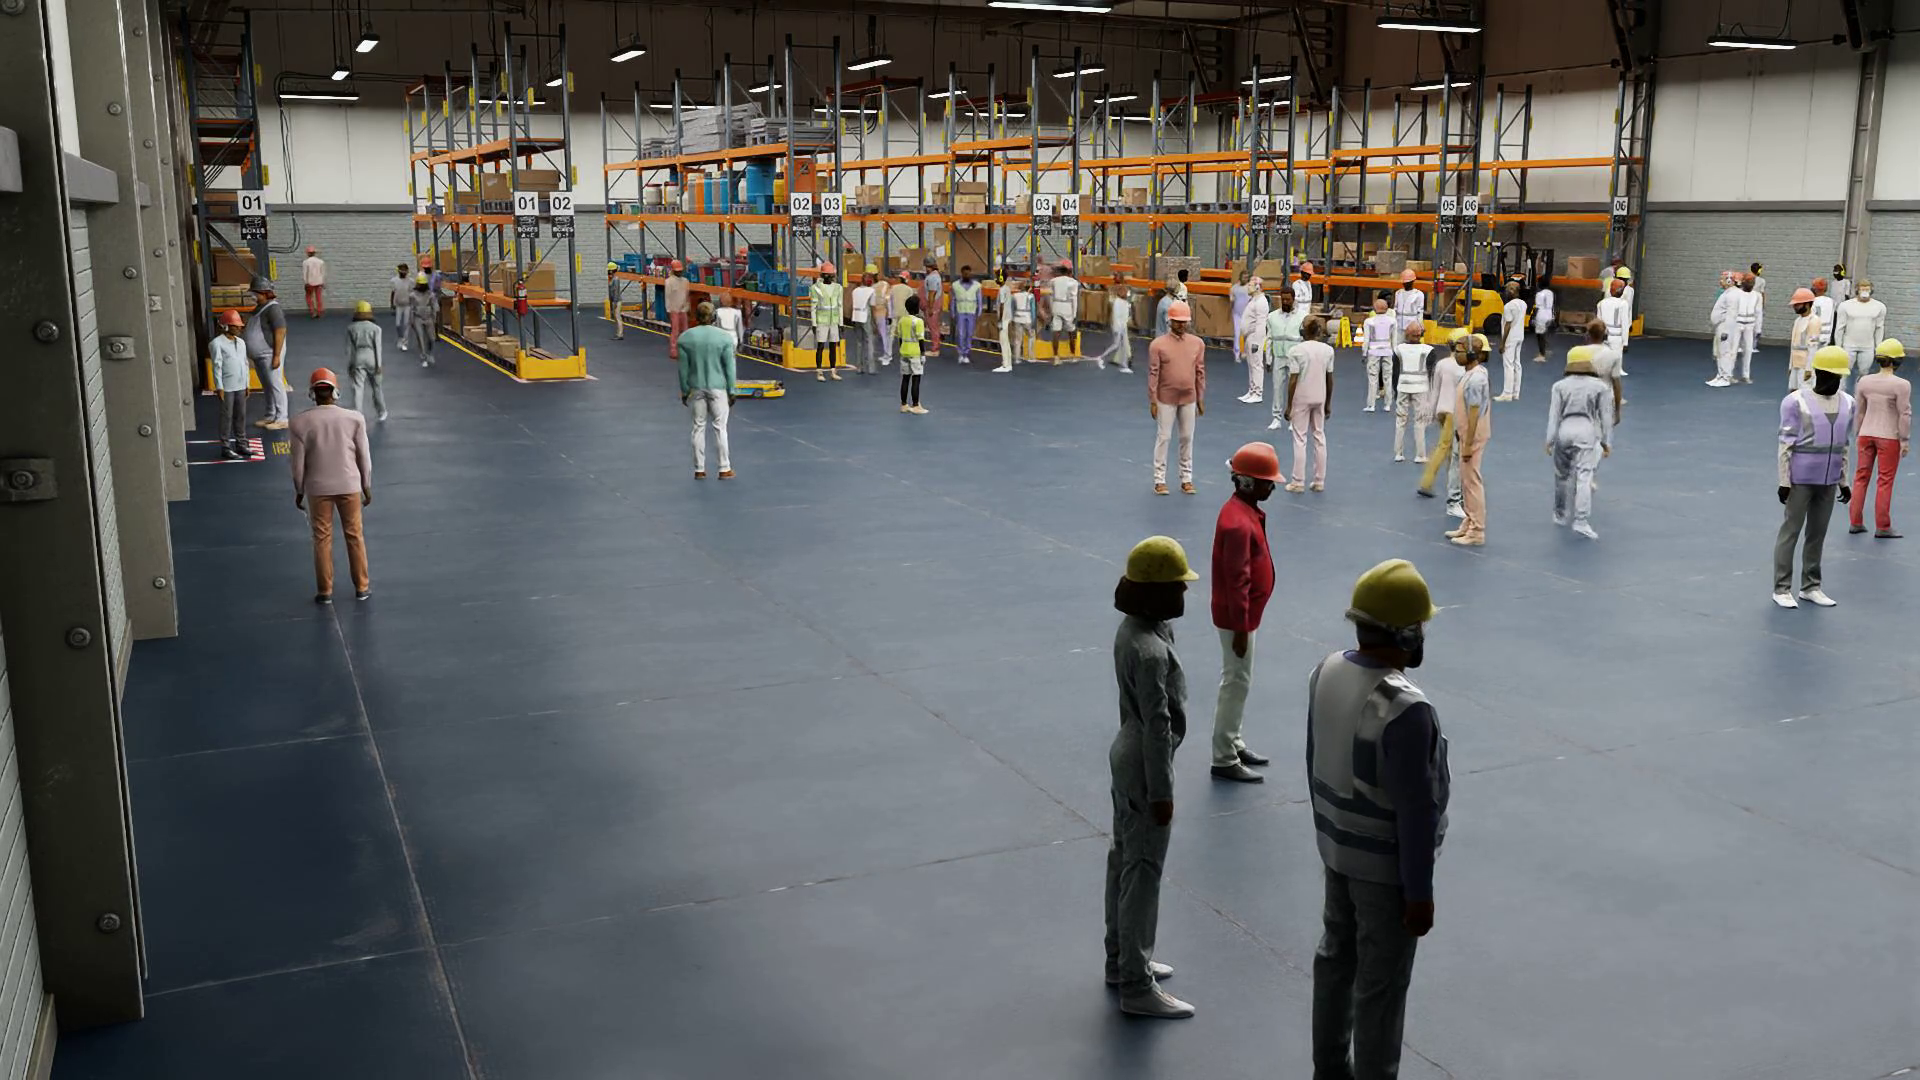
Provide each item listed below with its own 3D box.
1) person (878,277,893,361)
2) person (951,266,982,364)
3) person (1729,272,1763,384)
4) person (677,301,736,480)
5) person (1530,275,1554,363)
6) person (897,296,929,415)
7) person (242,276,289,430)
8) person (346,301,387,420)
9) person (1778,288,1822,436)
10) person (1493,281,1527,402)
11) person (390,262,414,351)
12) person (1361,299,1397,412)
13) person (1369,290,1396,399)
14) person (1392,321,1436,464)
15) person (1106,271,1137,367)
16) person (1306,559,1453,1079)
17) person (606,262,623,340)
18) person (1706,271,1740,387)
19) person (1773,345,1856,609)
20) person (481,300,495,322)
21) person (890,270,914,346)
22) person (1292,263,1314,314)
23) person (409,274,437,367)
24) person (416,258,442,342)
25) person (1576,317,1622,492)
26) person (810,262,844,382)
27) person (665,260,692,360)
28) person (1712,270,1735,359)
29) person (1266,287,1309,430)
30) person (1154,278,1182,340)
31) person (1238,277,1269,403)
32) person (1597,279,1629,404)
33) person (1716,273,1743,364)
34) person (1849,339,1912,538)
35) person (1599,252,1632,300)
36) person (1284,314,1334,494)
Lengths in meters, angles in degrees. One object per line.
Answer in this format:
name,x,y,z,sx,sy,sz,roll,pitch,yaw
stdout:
person,-1.455,-4.315,32.485,0.306,1.639,0.523,-1,11,-7
person,0.127,-4.293,31.784,0.591,1.863,0.981,-1,11,-4
person,13.211,-3.558,28.042,0.612,1.883,0.392,1,11,3
person,-2.721,-1.606,17.957,0.627,1.938,0.375,2,11,8
person,11.191,-4.268,32.118,0.556,1.676,0.454,-11,15,-43
person,-0.677,-2.646,23.854,0.316,1.696,0.541,-10,15,-40
person,-9.295,-2.497,22.219,0.537,2.000,0.688,-10,15,-40
person,-8.163,-2.422,22.789,0.498,1.669,0.978,-1,11,-7
person,10.708,-2.234,21.189,0.390,1.922,0.554,1,11,3
person,8.423,-3.028,25.419,0.508,1.845,0.345,-10,15,-41
person,-11.709,-4.906,34.964,0.508,1.846,0.433,-3,12,-17
person,6.072,-2.664,24.095,0.515,1.639,0.314,-1,11,-4
person,6.562,-3.033,25.819,0.541,1.696,0.315,-7,13,-33
person,5.230,-1.702,19.192,0.514,1.645,0.307,8,14,35
person,3.075,-4.151,31.253,0.622,1.803,0.901,-7,13,-31
person,1.304,0.963,5.163,0.404,1.831,0.601,-3,12,-17
person,-7.865,-5.427,37.838,0.342,1.756,0.518,-4,12,-21
person,12.711,-3.506,27.691,0.410,1.909,0.642,3,12,16
person,6.255,-0.460,12.161,0.584,1.926,0.371,-2,11,-12
person,-12.533,-6.672,43.970,0.559,1.835,0.394,3,12,16
person,-1.215,-4.610,33.788,0.582,1.715,0.627,4,12,21
person,6.594,-4.351,31.929,0.373,1.929,0.542,9,14,39
person,-10.073,-4.115,31.245,0.485,1.732,0.360,-5,12,-23
person,-11.943,-5.407,37.482,0.535,1.869,1.084,-3,11,-14
person,6.416,-1.341,16.888,0.521,1.830,0.703,9,14,37
person,-2.261,-3.734,28.499,0.608,2.044,0.370,-6,13,-29
person,-5.511,-4.514,32.679,0.471,1.961,0.663,8,14,37
person,15.144,-4.455,32.910,0.347,1.746,0.572,3,11,14
person,4.360,-2.415,22.155,0.584,1.911,0.391,5,12,25
person,3.037,-2.856,24.343,0.379,1.931,0.625,0,11,-1
person,4.470,-3.049,25.358,0.411,1.913,0.643,0,11,0
person,9.885,-3.002,25.179,0.356,1.887,0.573,-6,12,-26
person,14.794,-4.237,31.832,0.360,1.742,0.562,-5,12,-23
person,8.207,-0.902,14.809,0.303,1.772,0.522,-5,12,-25
person,14.460,-5.348,36.708,0.686,2.000,0.535,6,12,26
person,3.582,-1.391,17.101,0.516,1.843,0.326,-3,12,-16
